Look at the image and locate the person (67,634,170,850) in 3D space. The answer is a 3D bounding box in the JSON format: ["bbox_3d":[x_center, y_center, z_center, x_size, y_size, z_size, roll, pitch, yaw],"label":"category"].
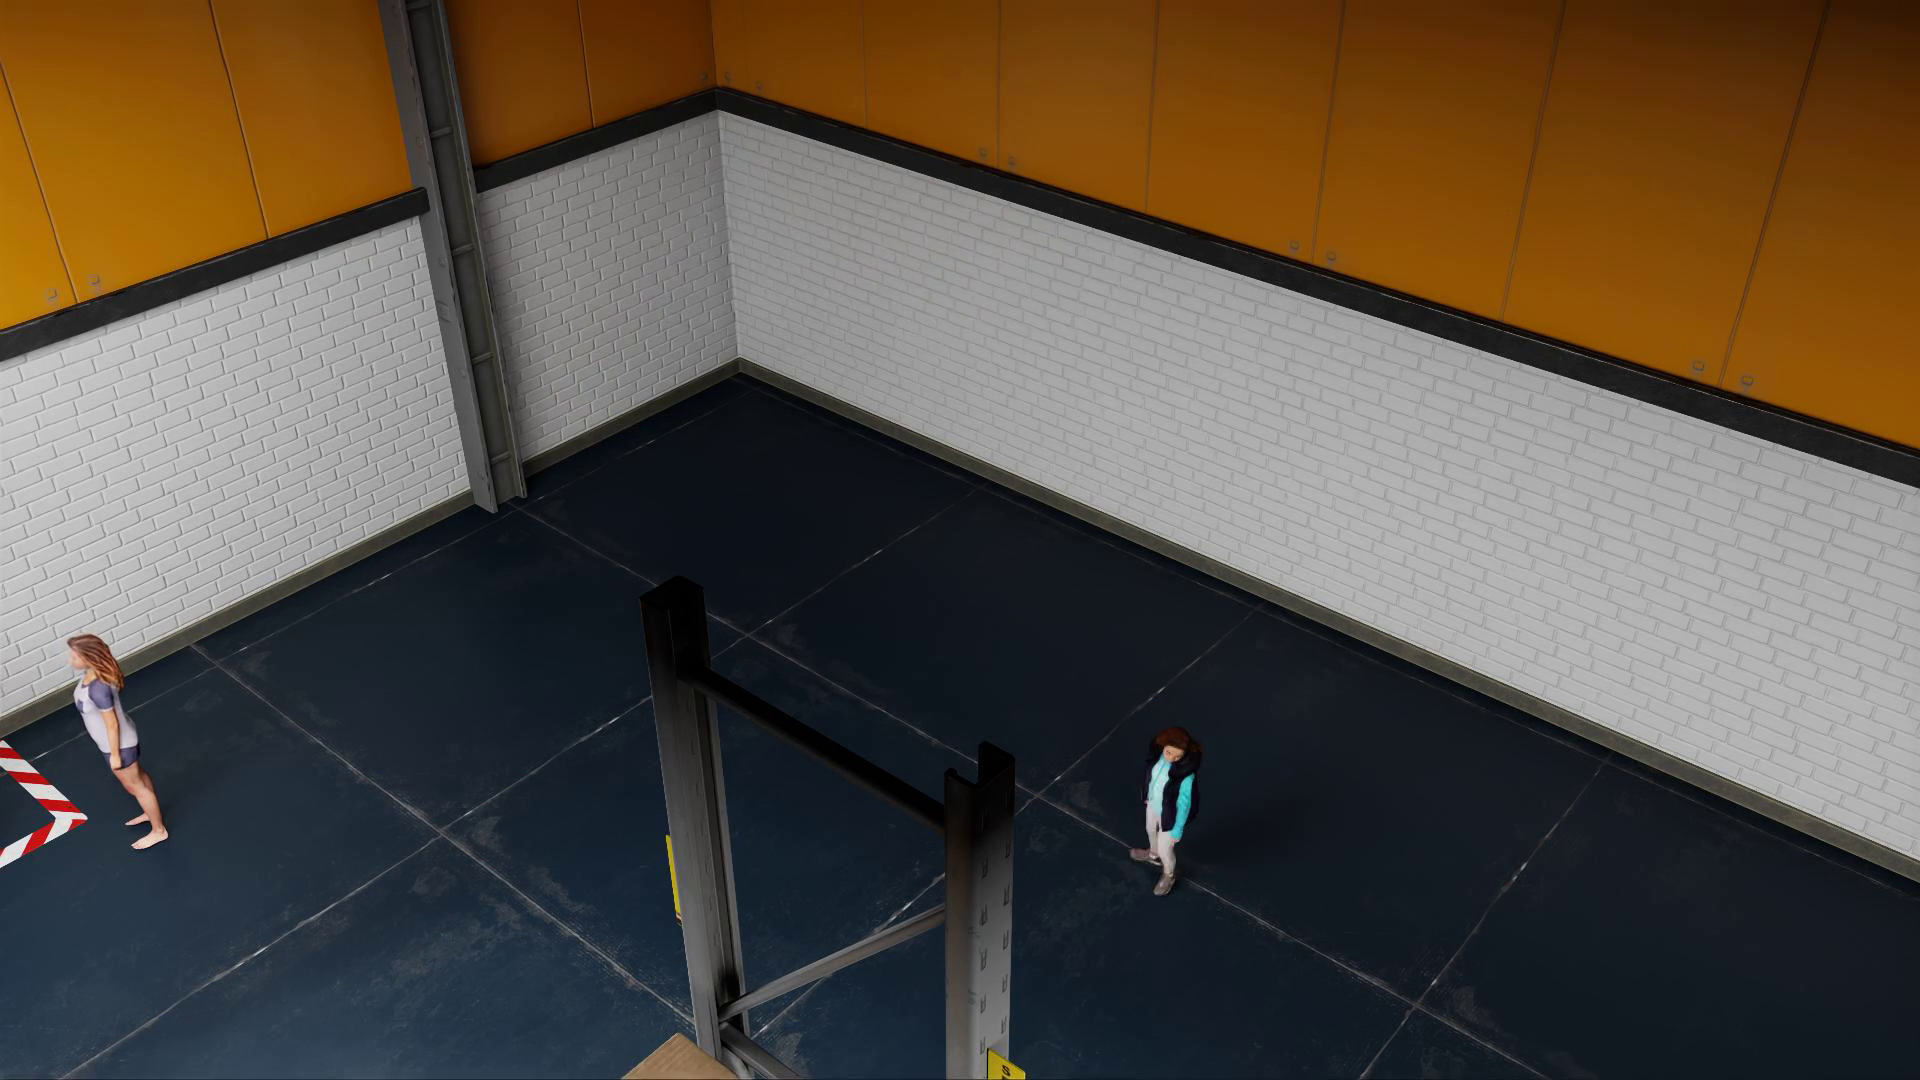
[{"bbox_3d":[-5.677,1.333,11.220,0.659,1.734,0.665,-17,37,-24],"label":"person"}]

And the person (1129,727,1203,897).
[{"bbox_3d":[1.363,1.725,10.869,0.771,1.470,0.814,-7,34,-10],"label":"person"}]
